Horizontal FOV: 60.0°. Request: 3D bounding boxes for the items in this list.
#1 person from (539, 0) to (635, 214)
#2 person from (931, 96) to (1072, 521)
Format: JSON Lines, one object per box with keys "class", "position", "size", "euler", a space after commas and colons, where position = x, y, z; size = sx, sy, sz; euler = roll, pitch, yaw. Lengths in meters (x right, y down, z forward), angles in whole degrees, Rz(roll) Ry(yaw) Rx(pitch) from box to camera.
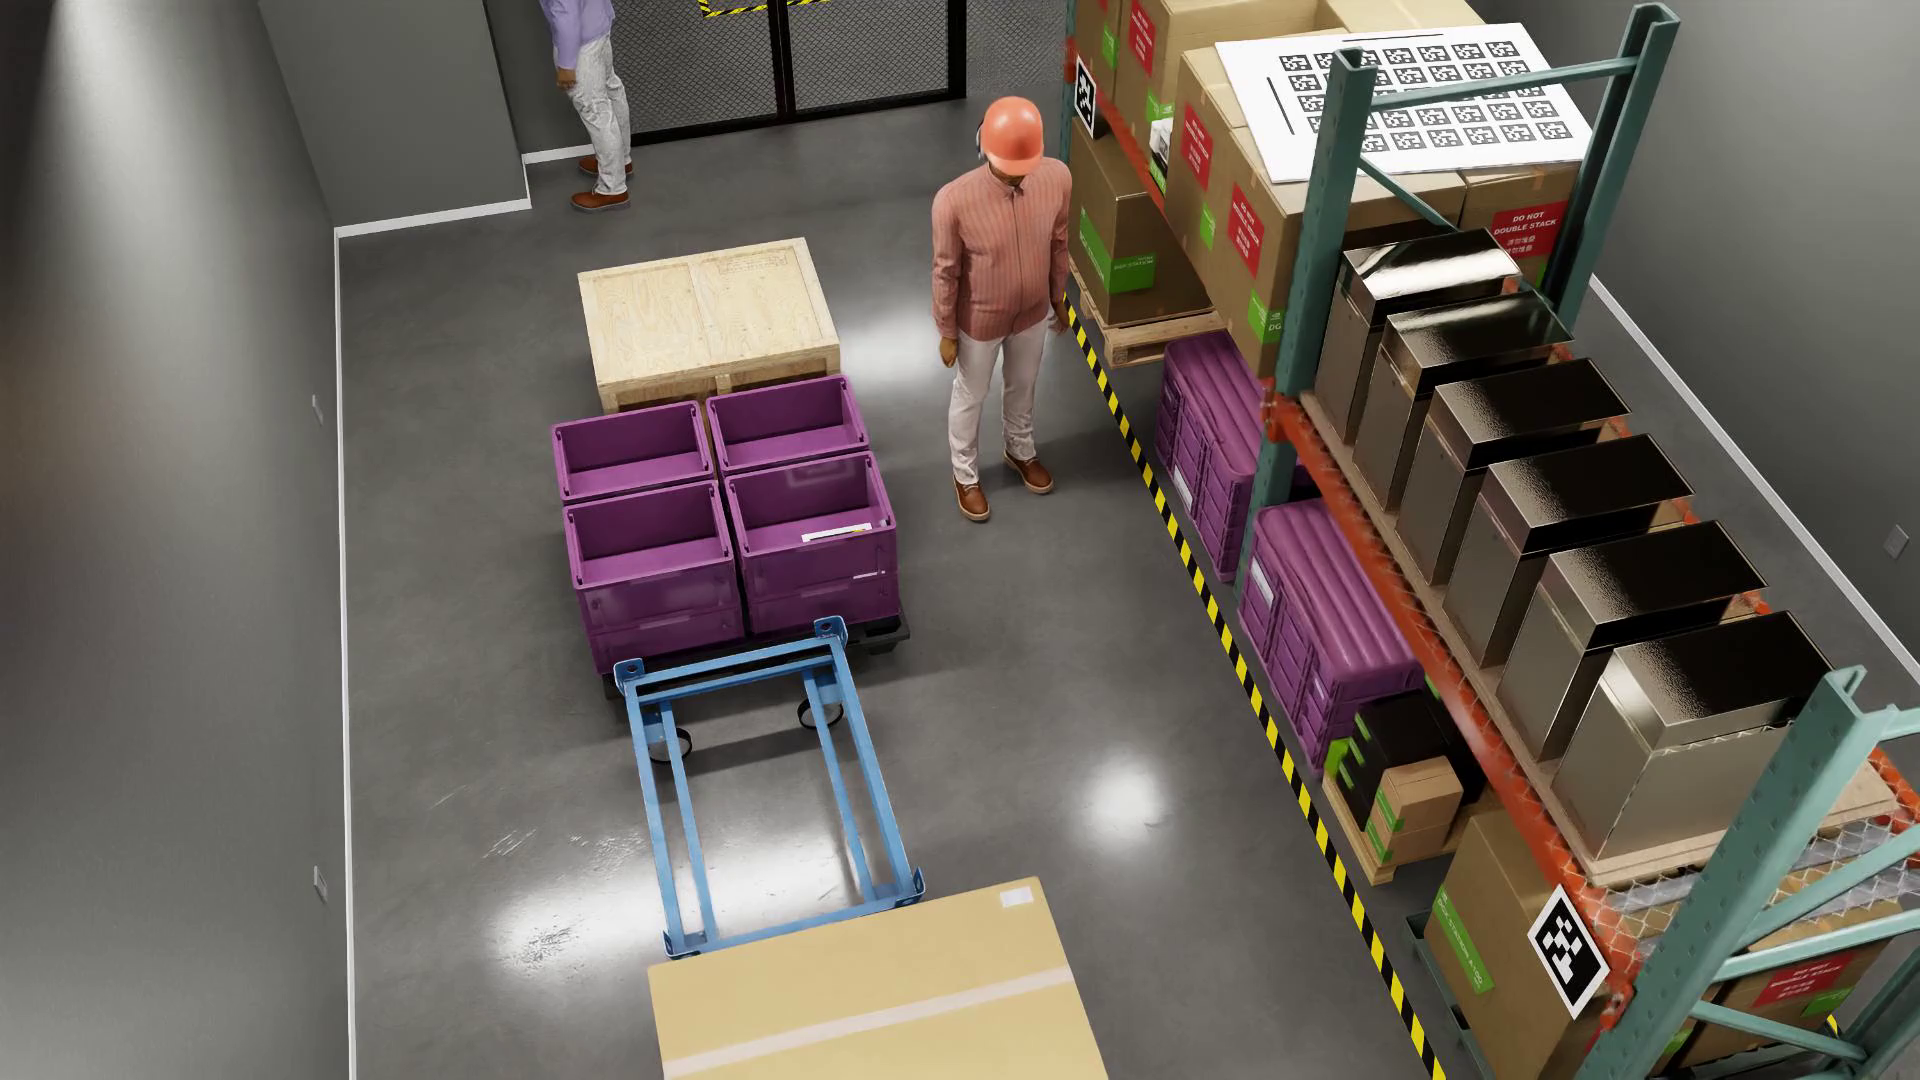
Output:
{"class": "person", "position": [-1.887, -2.505, 8.187], "size": [0.377, 1.940, 0.628], "euler": [2, 47, 2]}
{"class": "person", "position": [0.177, -0.918, 6.698], "size": [0.615, 1.986, 0.389], "euler": [-22, 51, -19]}
